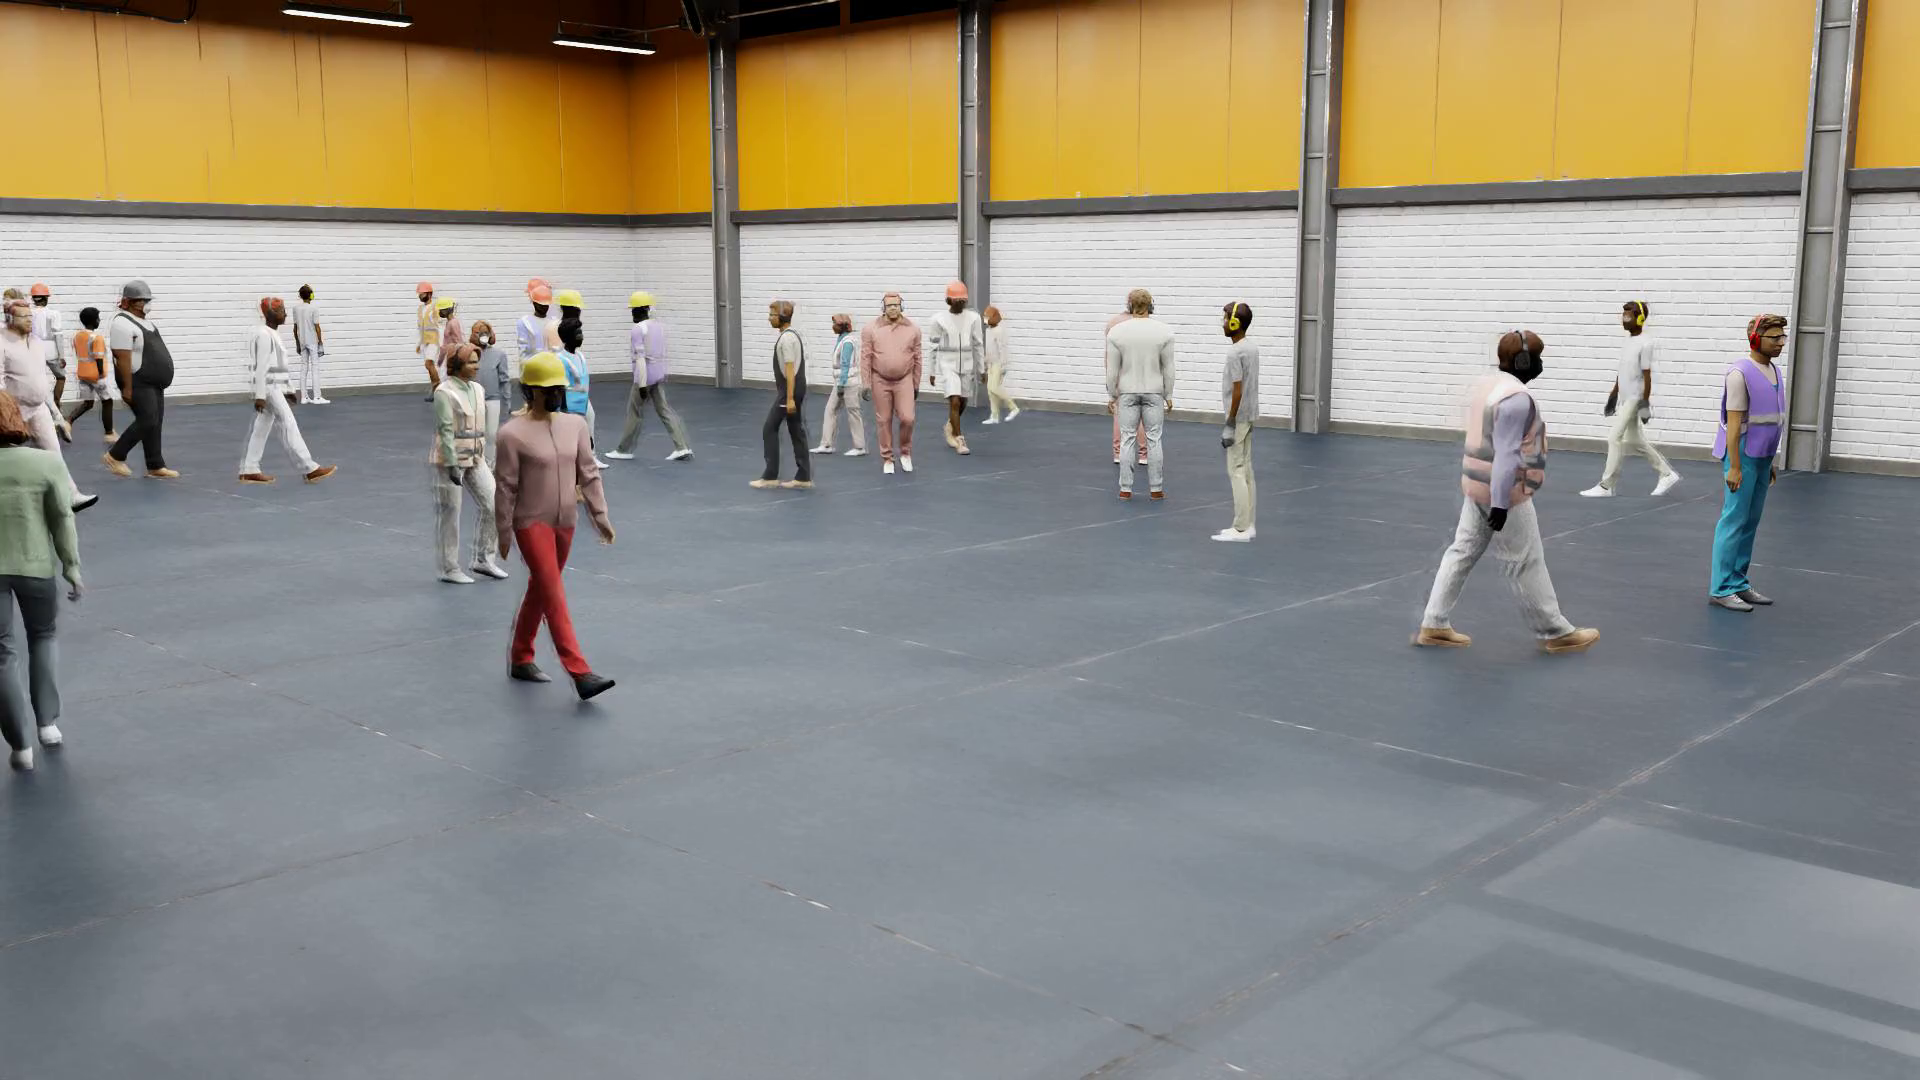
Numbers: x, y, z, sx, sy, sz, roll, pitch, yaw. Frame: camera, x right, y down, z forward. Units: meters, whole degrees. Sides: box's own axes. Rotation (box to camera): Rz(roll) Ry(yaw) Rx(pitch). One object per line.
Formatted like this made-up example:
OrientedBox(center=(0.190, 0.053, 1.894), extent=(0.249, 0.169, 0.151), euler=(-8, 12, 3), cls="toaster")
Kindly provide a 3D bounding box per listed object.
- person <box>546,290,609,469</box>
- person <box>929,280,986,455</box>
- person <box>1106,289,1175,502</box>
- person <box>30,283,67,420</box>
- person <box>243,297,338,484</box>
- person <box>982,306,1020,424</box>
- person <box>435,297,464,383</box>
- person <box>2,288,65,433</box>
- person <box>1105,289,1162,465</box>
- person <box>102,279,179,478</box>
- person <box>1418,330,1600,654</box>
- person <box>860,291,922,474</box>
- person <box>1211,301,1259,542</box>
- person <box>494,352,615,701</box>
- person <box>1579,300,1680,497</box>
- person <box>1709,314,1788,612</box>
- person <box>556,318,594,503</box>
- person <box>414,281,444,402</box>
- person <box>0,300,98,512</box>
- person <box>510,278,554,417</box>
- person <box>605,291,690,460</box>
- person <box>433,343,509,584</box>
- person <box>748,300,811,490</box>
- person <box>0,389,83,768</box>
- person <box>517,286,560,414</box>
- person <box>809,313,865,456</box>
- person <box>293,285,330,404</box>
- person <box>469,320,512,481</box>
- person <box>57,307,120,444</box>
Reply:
OrientedBox(center=(-4.030, -1.649, 17.365), extent=(0.771, 1.899, 0.614), euler=(4, 10, 22), cls="person")
OrientedBox(center=(-0.058, -2.010, 19.273), extent=(0.638, 2.005, 0.969), euler=(-3, 10, -19), cls="person")
OrientedBox(center=(1.643, -1.307, 15.159), extent=(0.627, 1.934, 0.372), euler=(1, 9, 7), cls="person")
OrientedBox(center=(-12.569, -2.559, 22.870), extent=(0.586, 1.916, 0.523), euler=(-1, 9, -4), cls="person")
OrientedBox(center=(-6.659, -1.461, 16.378), extent=(0.956, 1.834, 0.628), euler=(-3, 10, -17), cls="person")
OrientedBox(center=(0.522, -2.375, 22.670), extent=(0.432, 1.614, 0.543), euler=(-3, 10, -20), cls="person")
OrientedBox(center=(-7.050, -2.492, 23.049), extent=(0.671, 1.733, 0.531), euler=(-4, 10, -21), cls="person")
OrientedBox(center=(-11.872, -2.242, 21.066), extent=(1.037, 1.892, 0.637), euler=(-8, 12, -42), cls="person")
OrientedBox(center=(1.893, -1.757, 18.023), extent=(0.689, 1.904, 0.398), euler=(5, 11, 28), cls="person")
OrientedBox(center=(-8.223, -1.614, 16.706), extent=(0.612, 2.000, 0.683), euler=(-1, 9, -6), cls="person")
OrientedBox(center=(3.031, -0.261, 9.198), extent=(0.973, 1.786, 0.648), euler=(0, 9, 1), cls="person")
OrientedBox(center=(-0.709, -1.613, 17.163), extent=(0.646, 1.891, 0.446), euler=(-1, 9, -5), cls="person")
OrientedBox(center=(2.164, -0.917, 12.962), extent=(0.312, 1.869, 0.531), euler=(5, 10, 27), cls="person")
OrientedBox(center=(-2.005, -0.070, 8.262), extent=(0.943, 1.708, 0.530), euler=(7, 11, 36), cls="person")
OrientedBox(center=(6.280, -1.304, 15.440), extent=(0.900, 1.840, 0.528), euler=(1, 9, 4), cls="person")
OrientedBox(center=(4.923, -0.488, 10.403), extent=(0.571, 1.843, 0.373), euler=(-8, 13, -42), cls="person")
OrientedBox(center=(-3.545, -1.165, 15.025), extent=(0.474, 1.683, 0.551), euler=(1, 9, 7), cls="person")
OrientedBox(center=(-8.453, -3.152, 26.509), extent=(0.567, 1.916, 0.434), euler=(7, 12, 37), cls="person")
OrientedBox(center=(-8.030, -1.129, 14.313), extent=(1.017, 1.849, 0.680), euler=(2, 10, 14), cls="person")
OrientedBox(center=(-5.886, -2.738, 23.761), extent=(1.041, 1.997, 0.622), euler=(-1, 9, -7), cls="person")
OrientedBox(center=(-3.445, -1.804, 18.398), extent=(1.003, 1.879, 0.610), euler=(3, 10, 20), cls="person")
OrientedBox(center=(-3.293, -0.497, 11.135), extent=(0.519, 1.622, 0.528), euler=(4, 10, 22), cls="person")
OrientedBox(center=(-1.760, -1.369, 15.863), extent=(0.730, 1.821, 0.549), euler=(0, 9, 1), cls="person")
OrientedBox(center=(-4.099, 0.148, 7.174), extent=(0.531, 1.610, 0.585), euler=(-6, 11, -32), cls="person")
OrientedBox(center=(-4.745, -1.920, 18.931), extent=(0.543, 1.928, 0.370), euler=(-7, 12, -38), cls="person")
OrientedBox(center=(-1.395, -1.734, 18.724), extent=(0.724, 1.607, 0.551), euler=(-3, 10, -18), cls="person")
OrientedBox(center=(-10.217, -3.068, 26.136), extent=(0.521, 1.874, 0.325), euler=(3, 10, 18), cls="person")
OrientedBox(center=(-4.683, -1.354, 16.382), extent=(0.520, 1.617, 0.375), euler=(-5, 11, -28), cls="person")
OrientedBox(center=(-10.481, -1.967, 19.987), extent=(0.538, 1.669, 0.719), euler=(5, 11, 30), cls="person")
